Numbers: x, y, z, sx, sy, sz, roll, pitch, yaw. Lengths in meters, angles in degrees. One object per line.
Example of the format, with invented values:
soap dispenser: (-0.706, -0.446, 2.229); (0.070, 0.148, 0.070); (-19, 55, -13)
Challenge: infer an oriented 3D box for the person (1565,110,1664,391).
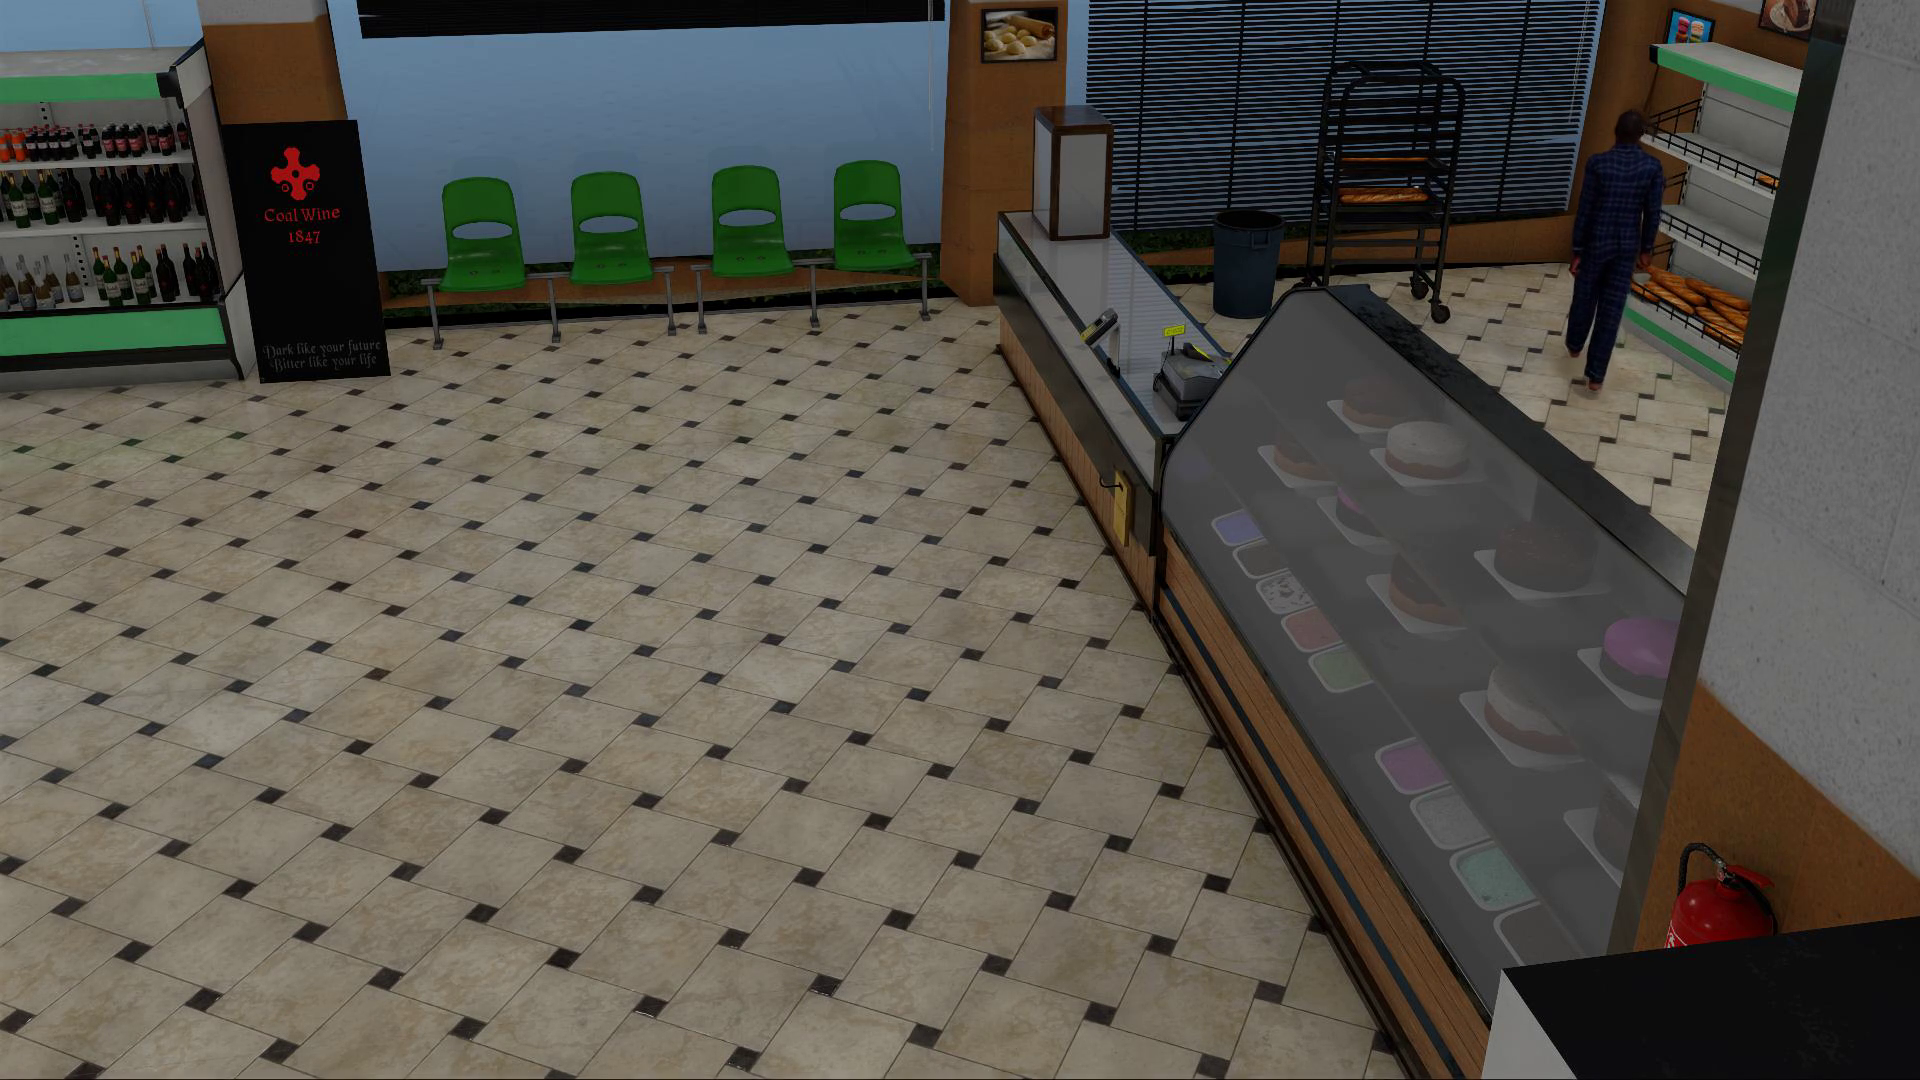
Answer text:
person: (4.230, -1.840, 10.811); (1.203, 1.776, 1.104); (8, 28, 16)
